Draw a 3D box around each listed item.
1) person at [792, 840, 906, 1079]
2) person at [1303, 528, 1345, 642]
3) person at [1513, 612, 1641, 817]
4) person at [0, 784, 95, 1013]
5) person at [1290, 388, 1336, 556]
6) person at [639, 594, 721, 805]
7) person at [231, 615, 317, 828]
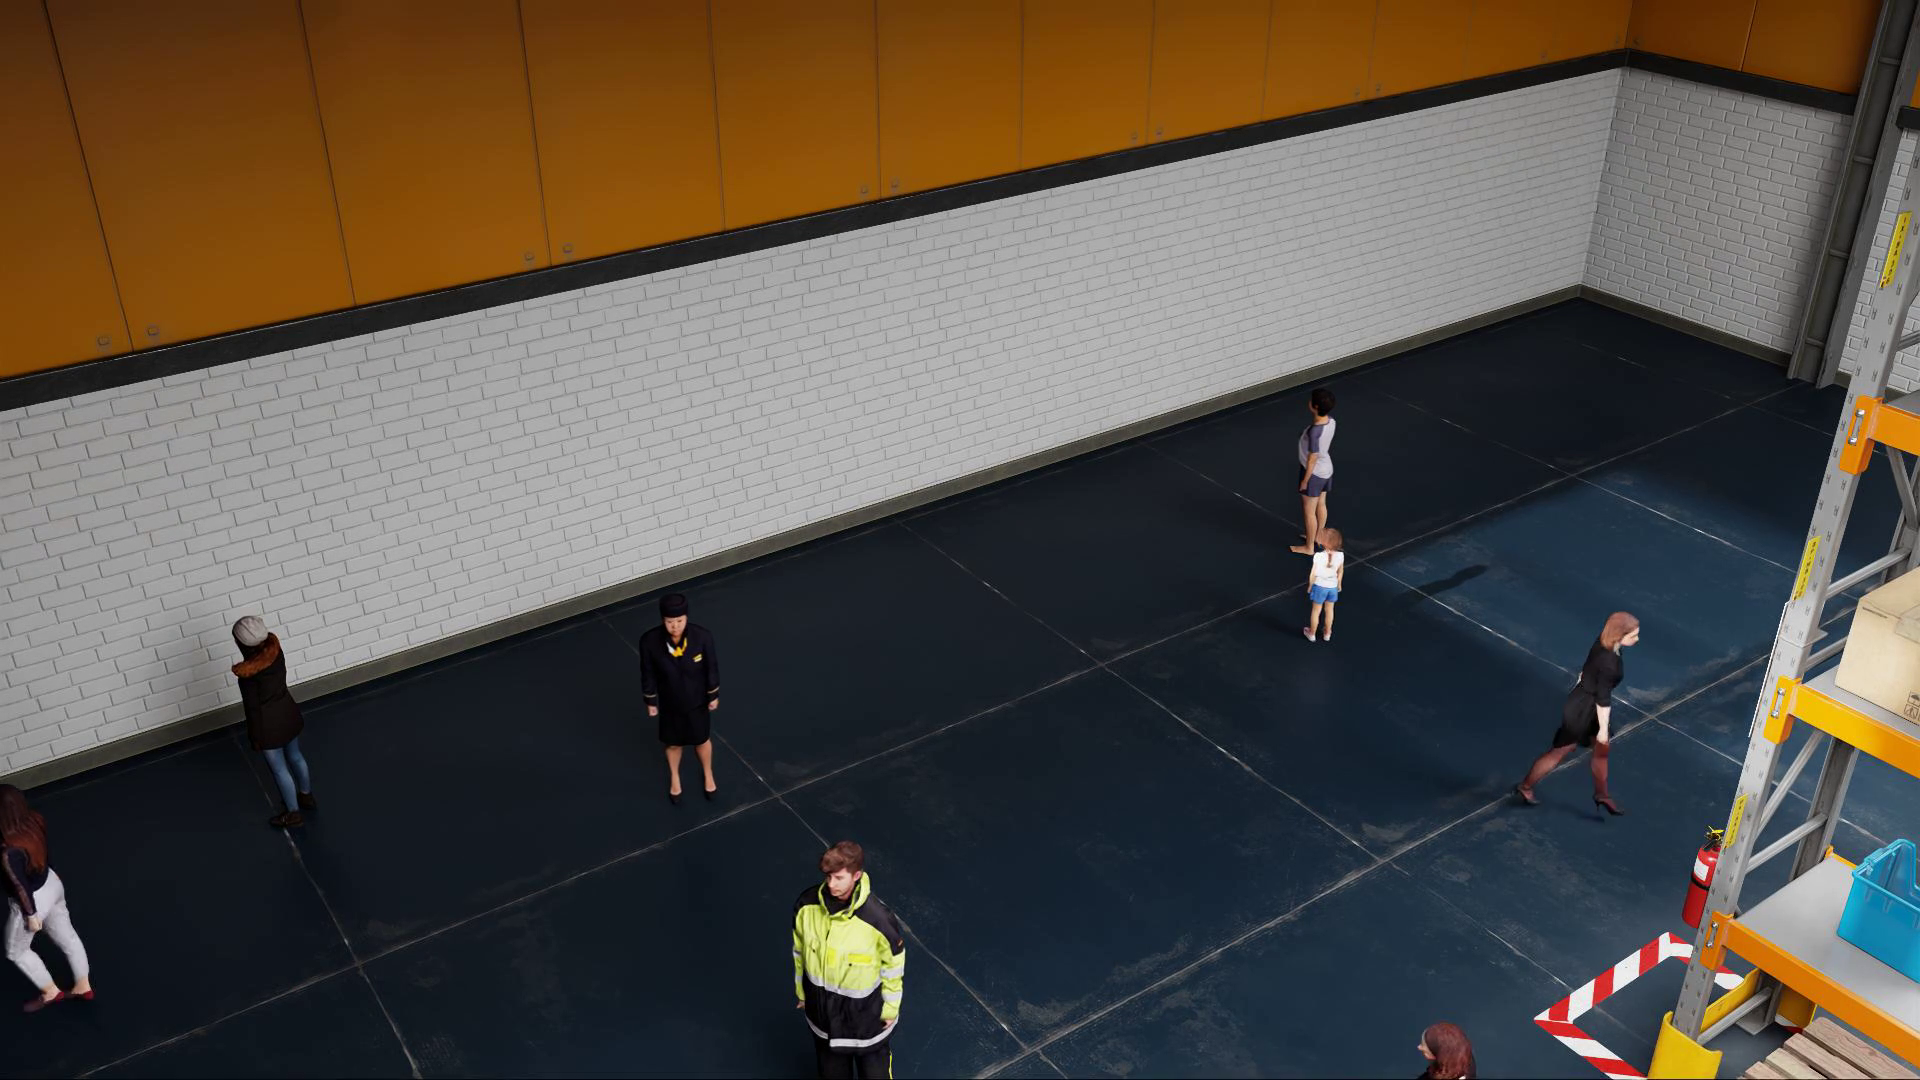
[{"bbox_3d":[-0.582,2.396,8.815,0.823,1.982,0.934,10,30,17],"label":"person"},{"bbox_3d":[2.969,0.359,13.553,0.485,1.021,0.520,-2,29,-3],"label":"person"},{"bbox_3d":[4.181,1.182,11.377,1.065,1.660,0.931,7,29,12],"label":"person"},{"bbox_3d":[-5.361,2.107,9.749,0.794,1.595,0.710,-1,29,-2],"label":"person"},{"bbox_3d":[3.160,-0.624,14.786,0.633,1.565,0.634,17,33,29],"label":"person"},{"bbox_3d":[-1.917,1.094,11.529,0.793,1.669,0.792,-4,29,-7],"label":"person"},{"bbox_3d":[-4.674,1.218,11.337,0.787,1.634,0.731,6,29,10],"label":"person"}]
